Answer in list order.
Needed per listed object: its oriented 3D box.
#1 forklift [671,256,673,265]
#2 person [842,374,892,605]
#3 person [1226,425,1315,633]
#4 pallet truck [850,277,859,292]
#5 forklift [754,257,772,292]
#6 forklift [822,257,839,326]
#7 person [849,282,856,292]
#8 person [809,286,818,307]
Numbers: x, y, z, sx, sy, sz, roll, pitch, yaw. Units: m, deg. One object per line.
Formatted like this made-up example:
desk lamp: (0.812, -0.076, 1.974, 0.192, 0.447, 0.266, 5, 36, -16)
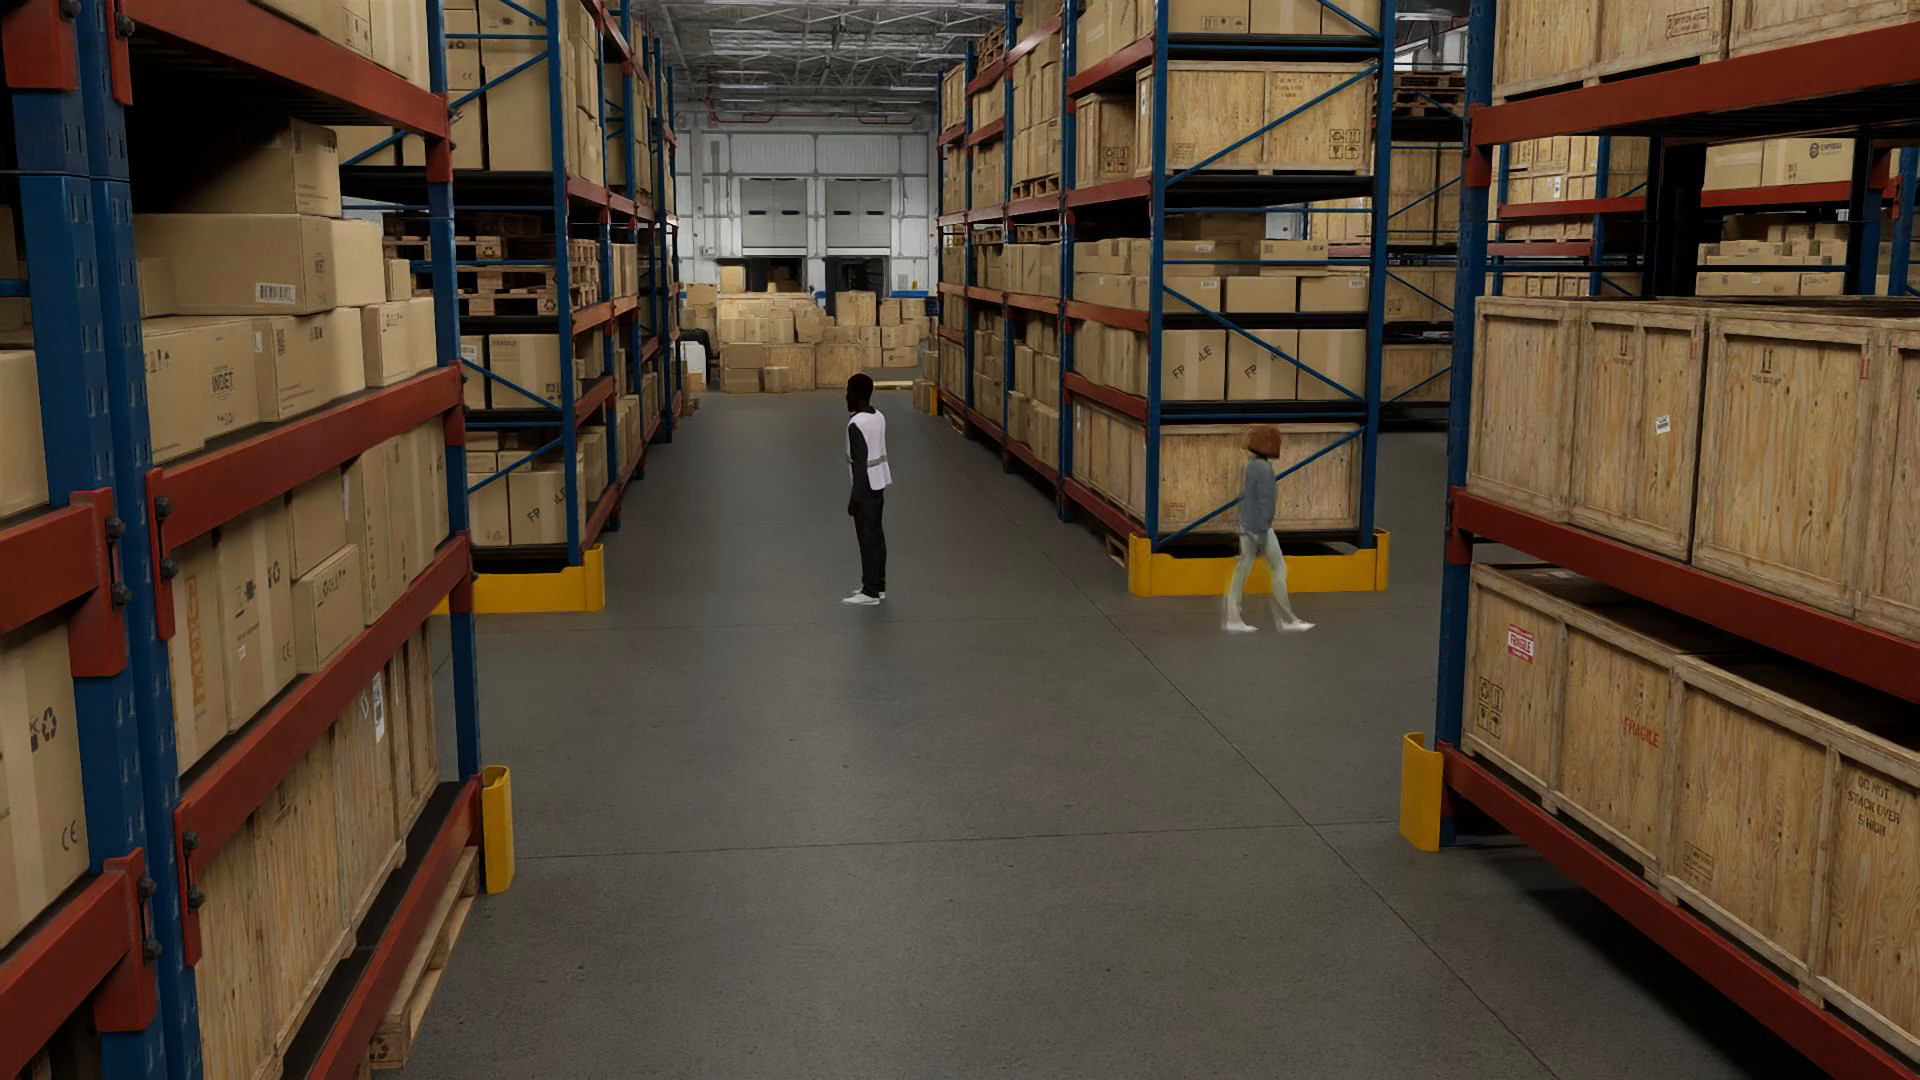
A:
forklift: (-11.189, -9.344, 62.964, 1.129, 2.768, 1.873, -1, 10, -7)
person: (-0.775, -0.417, 13.792, 0.398, 1.920, 0.588, 3, 10, 15)
person: (2.380, -0.074, 12.684, 0.755, 1.600, 0.520, -1, 10, -8)
pallet truck: (-3.782, -9.391, 65.808, 1.885, 1.965, 0.823, 2, 10, 10)
forklift: (-4.657, -5.260, 39.190, 1.873, 2.768, 1.129, -1, 10, -8)
forklift: (-3.645, -6.721, 47.695, 1.873, 2.768, 1.129, 1, 10, 8)
person: (-4.065, -8.503, 60.979, 1.032, 1.878, 0.651, -7, 12, -36)
person: (-6.202, -9.815, 69.457, 0.536, 1.593, 0.856, 5, 11, 29)
